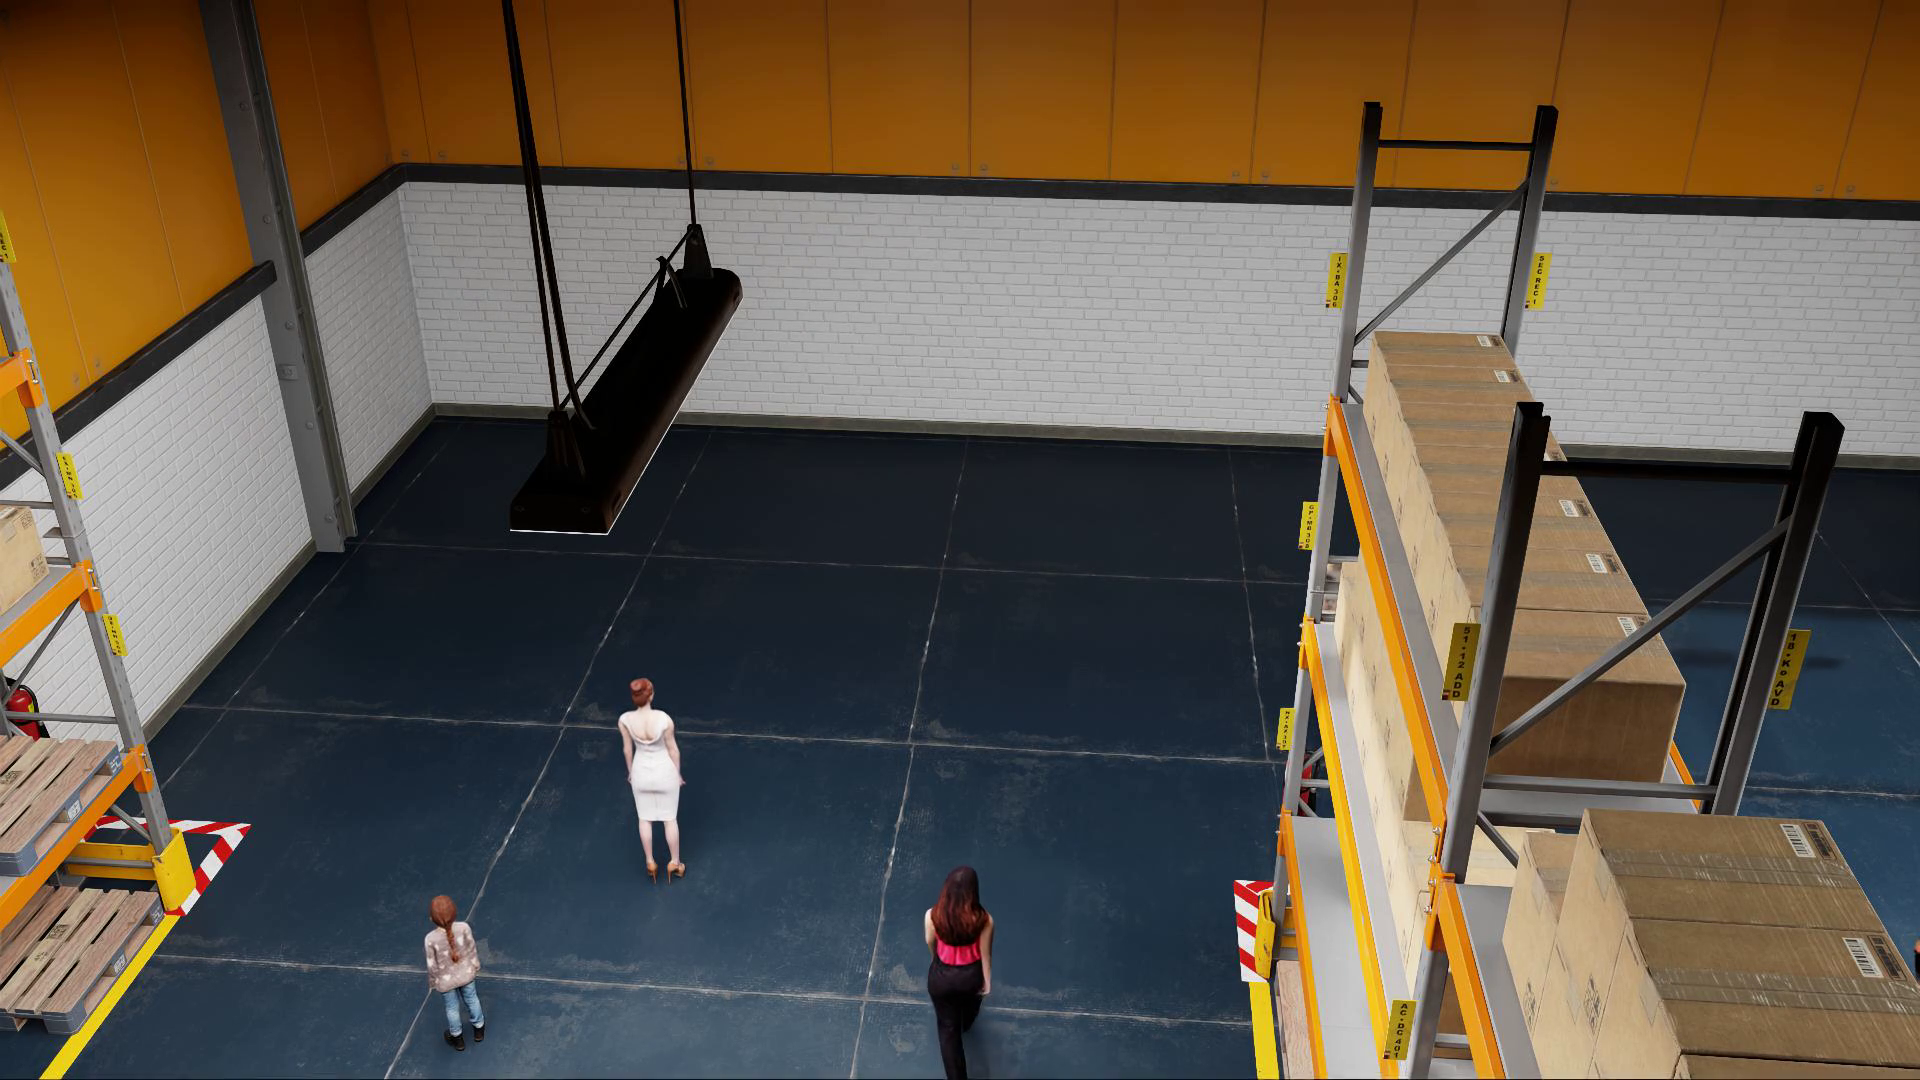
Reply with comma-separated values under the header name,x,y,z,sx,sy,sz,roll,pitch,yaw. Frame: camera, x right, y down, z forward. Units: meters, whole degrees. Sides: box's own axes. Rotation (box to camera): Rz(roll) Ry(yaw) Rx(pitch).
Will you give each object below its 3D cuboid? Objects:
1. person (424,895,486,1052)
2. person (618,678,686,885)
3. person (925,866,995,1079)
name,x,y,z,sx,sy,sz,roll,pitch,yaw
person,-3.280,2.798,10.773,0.557,1.193,0.601,-18,33,-29
person,-2.231,1.741,12.085,0.560,1.792,0.458,3,29,5
person,-0.009,2.795,10.336,0.669,1.618,1.092,-1,29,-2
